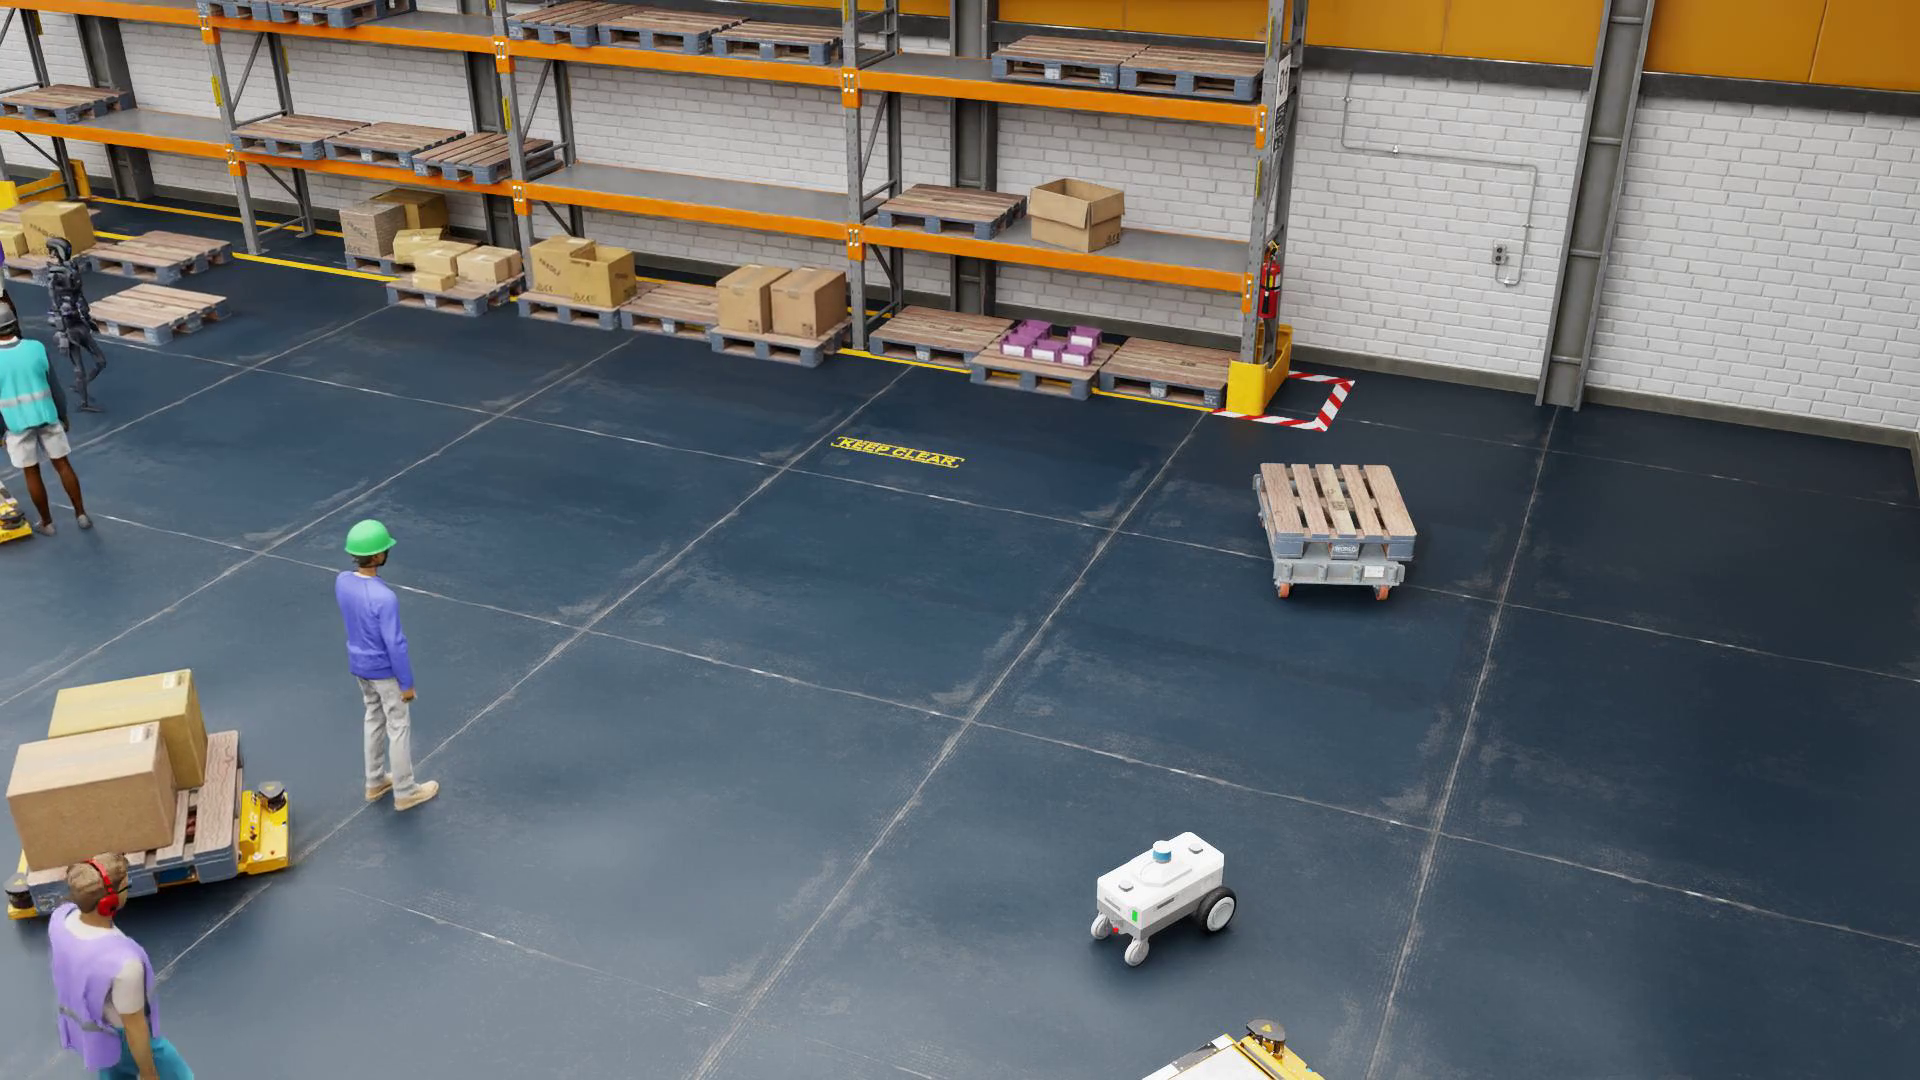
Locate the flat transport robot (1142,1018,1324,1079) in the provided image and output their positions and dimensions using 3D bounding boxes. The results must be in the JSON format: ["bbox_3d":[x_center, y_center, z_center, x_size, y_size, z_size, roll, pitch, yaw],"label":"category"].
[{"bbox_3d":[1.102,2.725,7.647,1.431,0.231,0.659,-17,32,-30],"label":"flat transport robot"}]

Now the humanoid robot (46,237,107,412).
[{"bbox_3d":[-8.126,-1.963,15.197,0.369,1.644,0.611,-1,27,-2],"label":"humanoid robot"}]

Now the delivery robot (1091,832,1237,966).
[{"bbox_3d":[1.079,1.883,8.954,0.774,0.581,0.499,-20,33,-33],"label":"delivery robot"}]

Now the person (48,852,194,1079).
[{"bbox_3d":[-3.627,2.144,7.095,0.614,1.809,0.826,17,32,30],"label":"person"}]

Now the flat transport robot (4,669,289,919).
[{"bbox_3d":[-4.614,1.763,9.514,1.431,0.231,0.659,-9,29,-17],"label":"flat transport robot"}]

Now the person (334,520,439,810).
[{"bbox_3d":[-3.383,0.742,9.761,0.475,1.861,0.399,15,31,27],"label":"person"}]

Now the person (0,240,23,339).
[{"bbox_3d":[-9.635,-2.754,16.424,0.363,1.961,0.611,-10,29,-19],"label":"person"}]

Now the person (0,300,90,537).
[{"bbox_3d":[-7.217,-0.928,12.915,0.559,1.940,0.432,-23,35,-37],"label":"person"}]

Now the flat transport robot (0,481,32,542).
[{"bbox_3d":[-8.071,-0.268,13.452,0.659,0.231,1.431,-22,34,-35],"label":"flat transport robot"}]
